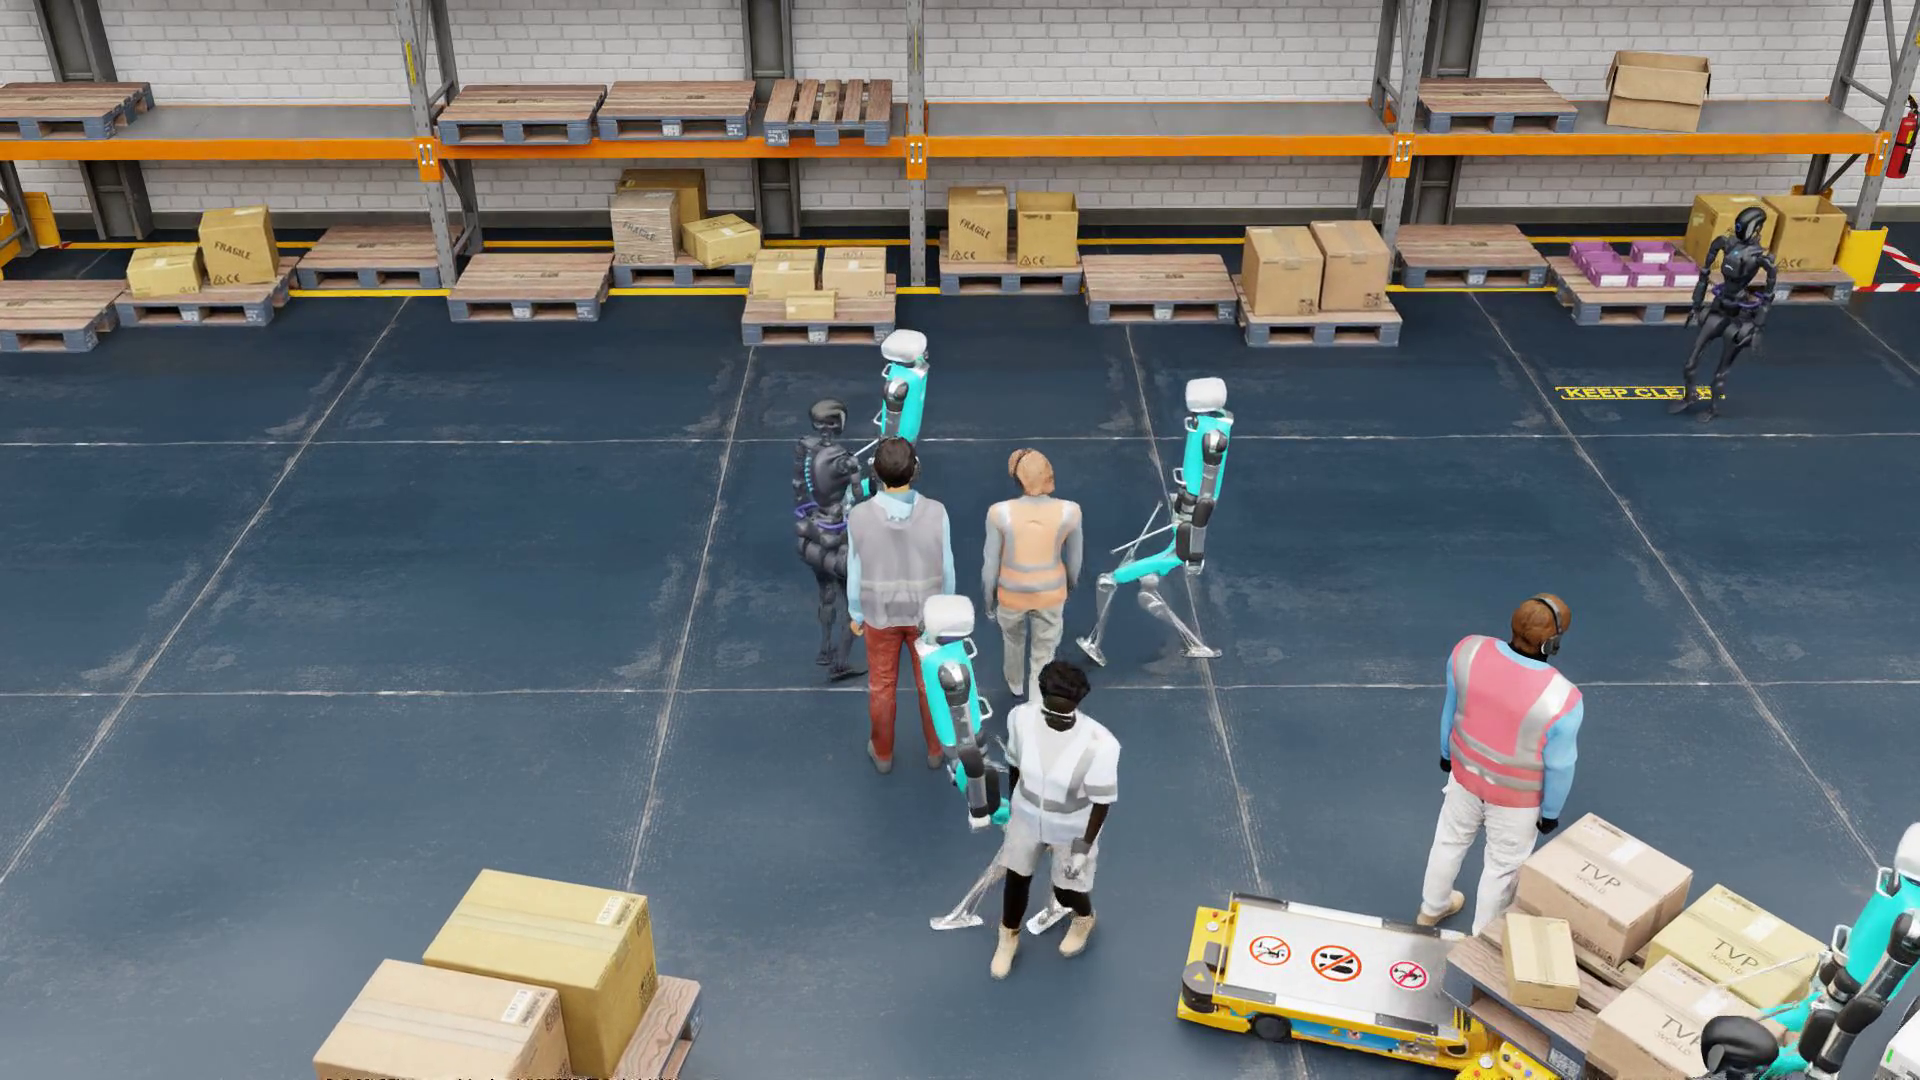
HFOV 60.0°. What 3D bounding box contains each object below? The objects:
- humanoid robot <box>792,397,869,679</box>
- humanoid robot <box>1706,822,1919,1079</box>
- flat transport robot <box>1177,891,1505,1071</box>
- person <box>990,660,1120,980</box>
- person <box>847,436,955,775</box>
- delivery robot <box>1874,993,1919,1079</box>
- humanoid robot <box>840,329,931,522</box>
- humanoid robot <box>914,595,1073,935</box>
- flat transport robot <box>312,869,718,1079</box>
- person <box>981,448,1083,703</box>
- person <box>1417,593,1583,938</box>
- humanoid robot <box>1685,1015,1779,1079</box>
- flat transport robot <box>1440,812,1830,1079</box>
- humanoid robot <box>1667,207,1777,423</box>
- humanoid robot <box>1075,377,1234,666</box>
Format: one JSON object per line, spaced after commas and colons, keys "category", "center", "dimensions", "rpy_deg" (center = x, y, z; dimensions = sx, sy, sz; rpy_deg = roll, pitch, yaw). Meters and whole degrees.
{"category": "humanoid robot", "center": [-0.704, -0.007, 9.064], "dimensions": [0.613, 1.648, 0.322], "rpy_deg": [27, 40, 37]}
{"category": "humanoid robot", "center": [3.059, 1.713, 6.152], "dimensions": [0.779, 1.778, 0.532], "rpy_deg": [16, 35, 25]}
{"category": "flat transport robot", "center": [1.704, 1.923, 7.210], "dimensions": [1.431, 0.231, 0.659], "rpy_deg": [8, 32, 13]}
{"category": "person", "center": [0.423, 1.183, 7.068], "dimensions": [0.547, 1.674, 0.532], "rpy_deg": [16, 34, 24]}
{"category": "person", "center": [-0.287, 0.364, 8.242], "dimensions": [0.532, 1.878, 0.415], "rpy_deg": [-1, 31, -2]}
{"category": "delivery robot", "center": [4.021, 2.058, 6.701], "dimensions": [0.784, 0.589, 0.499], "rpy_deg": [-23, 38, -33]}
{"category": "humanoid robot", "center": [-0.539, -0.388, 9.687], "dimensions": [0.770, 1.827, 0.539], "rpy_deg": [8, 32, 14]}
{"category": "humanoid robot", "center": [0.267, 1.019, 7.321], "dimensions": [0.891, 1.777, 0.574], "rpy_deg": [-3, 31, -5]}
{"category": "flat transport robot", "center": [-1.663, 2.326, 6.538], "dimensions": [1.431, 0.231, 0.659], "rpy_deg": [7, 32, 11]}
{"category": "person", "center": [0.377, 0.237, 8.704], "dimensions": [0.526, 1.607, 0.739], "rpy_deg": [1, 31, 1]}
{"category": "person", "center": [2.345, 1.024, 7.196], "dimensions": [0.431, 1.835, 0.628], "rpy_deg": [-24, 38, -34]}
{"category": "humanoid robot", "center": [2.498, 2.173, 5.427], "dimensions": [0.484, 1.637, 0.615], "rpy_deg": [10, 33, 17]}
{"category": "flat transport robot", "center": [2.775, 2.078, 6.951], "dimensions": [1.431, 0.231, 0.659], "rpy_deg": [-23, 38, -33]}
{"category": "humanoid robot", "center": [5.392, -1.568, 11.663], "dimensions": [0.413, 1.644, 0.613], "rpy_deg": [-19, 36, -28]}
{"category": "humanoid robot", "center": [1.002, -0.055, 9.110], "dimensions": [0.996, 1.777, 0.531], "rpy_deg": [1, 31, 1]}
